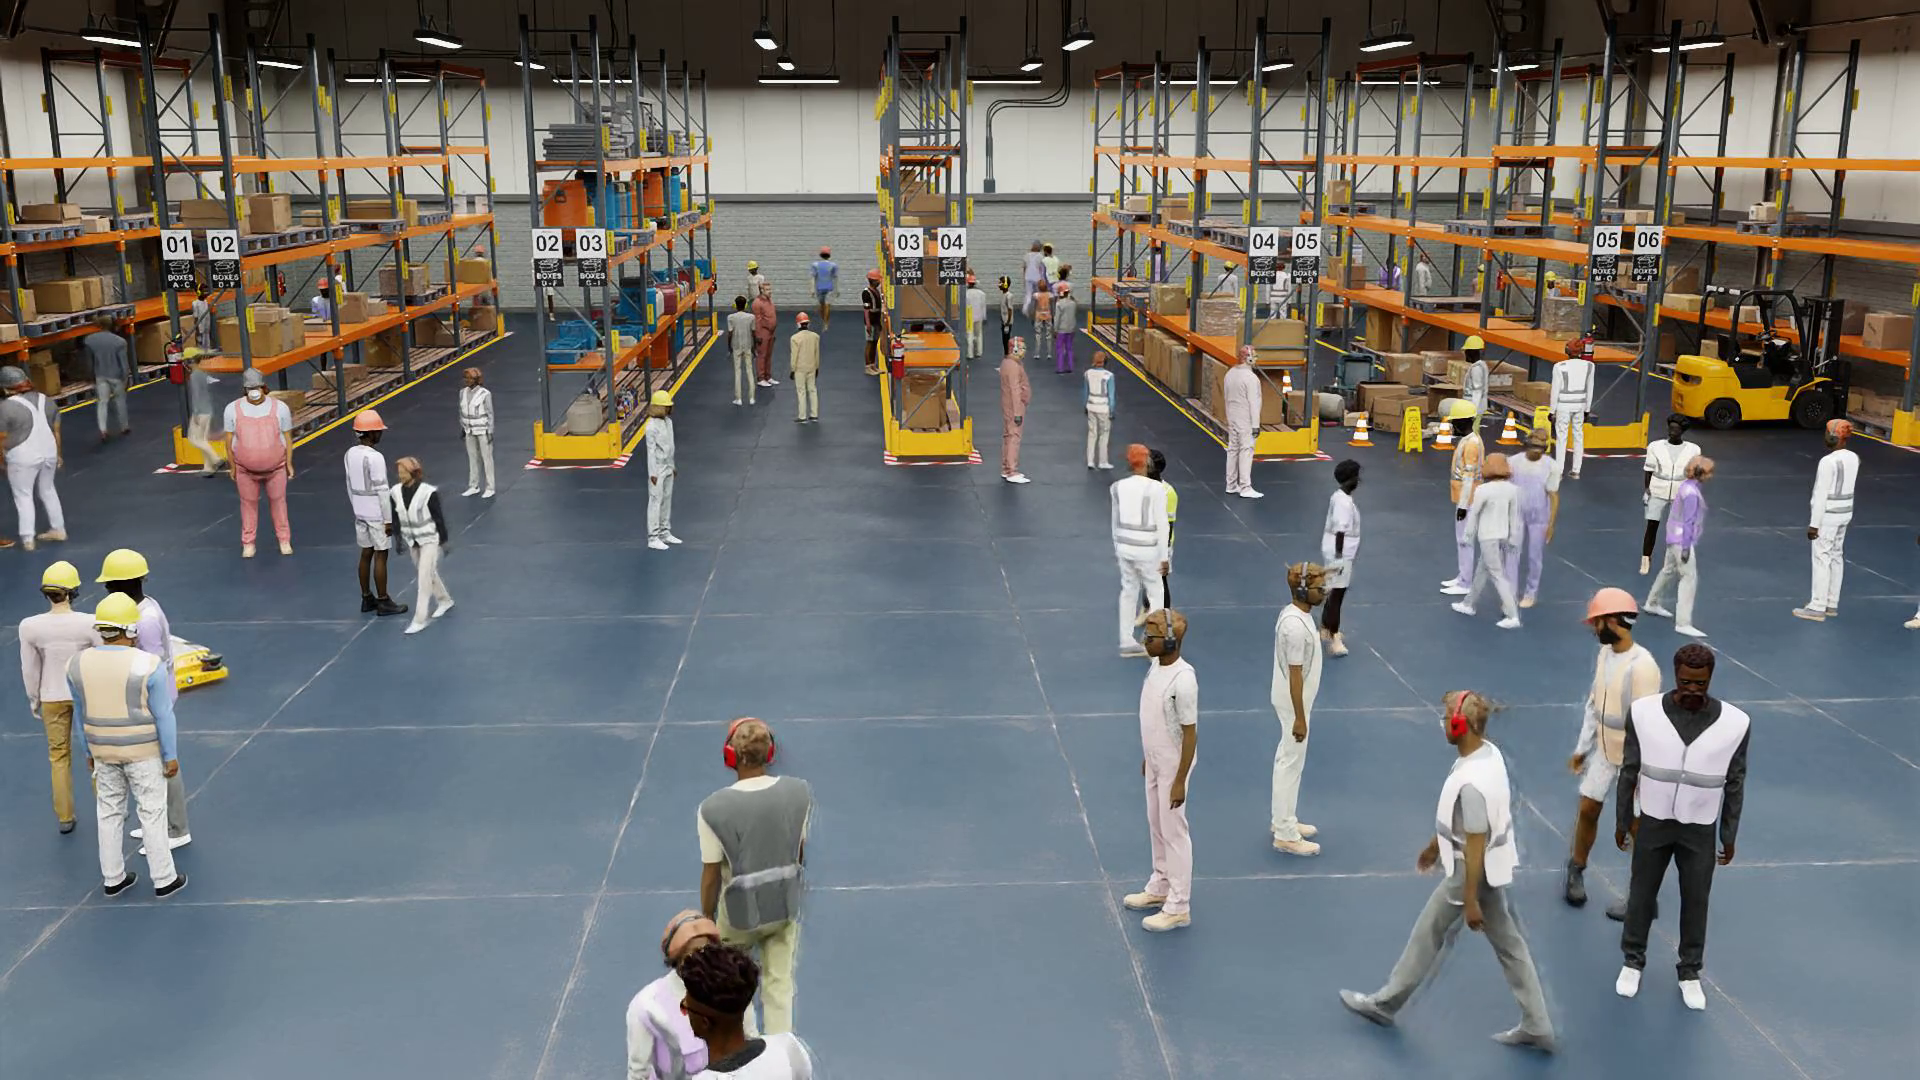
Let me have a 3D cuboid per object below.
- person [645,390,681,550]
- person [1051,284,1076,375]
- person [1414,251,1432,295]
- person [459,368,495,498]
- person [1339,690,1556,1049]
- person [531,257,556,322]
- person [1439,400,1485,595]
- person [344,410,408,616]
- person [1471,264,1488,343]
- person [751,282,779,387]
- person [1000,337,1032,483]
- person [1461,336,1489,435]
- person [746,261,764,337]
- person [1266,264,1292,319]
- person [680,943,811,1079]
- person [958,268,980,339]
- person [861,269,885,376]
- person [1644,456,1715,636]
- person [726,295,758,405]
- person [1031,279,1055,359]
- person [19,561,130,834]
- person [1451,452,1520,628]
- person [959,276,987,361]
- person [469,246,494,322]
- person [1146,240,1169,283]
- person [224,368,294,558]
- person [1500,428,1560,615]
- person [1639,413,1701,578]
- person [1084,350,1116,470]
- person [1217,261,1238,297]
[{"bbox_3d":[-3.250,-0.779,18.206,0.318,1.742,0.492,4,14,17],"label":"person"},{"bbox_3d":[1.999,-4.075,32.172,0.570,1.742,0.353,-13,18,-43],"label":"person"},{"bbox_3d":[10.978,-5.879,39.458,0.406,1.911,0.639,3,14,12],"label":"person"},{"bbox_3d":[-6.040,-1.344,20.819,0.514,1.642,0.314,7,15,27],"label":"person"},{"bbox_3d":[2.451,1.601,8.064,1.041,1.780,0.561,7,15,26],"label":"person"},{"bbox_3d":[-10.428,-6.484,41.769,0.602,2.036,0.404,-7,15,-27],"label":"person"},{"bbox_3d":[4.932,-0.420,16.333,0.402,1.912,0.590,3,14,14],"label":"person"},{"bbox_3d":[-5.475,-0.254,15.563,0.551,1.936,0.357,10,17,37],"label":"person"},{"bbox_3d":[11.670,-5.291,37.291,0.327,1.760,0.524,-6,15,-26],"label":"person"},{"bbox_3d":[-3.565,-3.786,30.595,0.409,1.907,0.649,4,14,17],"label":"person"},{"bbox_3d":[0.734,-1.710,21.799,0.407,1.906,0.654,-2,13,-8],"label":"person"},{"bbox_3d":[6.694,-1.708,21.746,0.385,1.925,0.592,5,14,20],"label":"person"},{"bbox_3d":[-4.743,-5.572,38.497,0.530,1.752,0.341,9,16,34],"label":"person"},{"bbox_3d":[7.142,-5.345,37.250,0.572,1.883,0.355,5,14,22],"label":"person"},{"bbox_3d":[-0.660,2.202,5.238,0.967,1.947,0.618,8,16,32],"label":"person"},{"bbox_3d":[0.202,-5.404,38.033,0.508,1.631,0.274,1,13,5],"label":"person"},{"bbox_3d":[-1.655,-4.184,31.987,0.369,2.045,0.608,5,14,19],"label":"person"},{"bbox_3d":[6.578,0.023,15.123,0.437,1.610,0.645,4,14,16],"label":"person"},{"bbox_3d":[-3.719,-3.237,28.351,0.535,1.868,0.309,-4,14,-18],"label":"person"},{"bbox_3d":[1.724,-4.573,34.491,0.514,1.645,0.308,-2,13,-8],"label":"person"},{"bbox_3d":[-5.653,1.002,10.611,0.535,1.767,0.315,-3,14,-12],"label":"person"},{"bbox_3d":[4.895,-0.014,15.293,0.499,1.590,0.852,-9,16,-33],"label":"person"},{"bbox_3d":[0.259,-4.577,34.338,0.630,1.728,0.516,-5,14,-21],"label":"person"},{"bbox_3d":[-11.701,-6.168,40.552,0.734,1.969,0.555,3,14,12],"label":"person"},{"bbox_3d":[4.964,-6.494,41.774,0.607,2.044,0.372,5,14,21],"label":"person"},{"bbox_3d":[-7.468,-0.827,17.771,0.674,2.000,0.535,-5,14,-22],"label":"person"},{"bbox_3d":[5.295,-0.176,15.525,0.537,1.791,0.906,8,15,29],"label":"person"},{"bbox_3d":[7.222,-0.457,16.939,0.530,1.696,0.321,4,14,17],"label":"person"},{"bbox_3d":[1.897,-1.757,22.600,0.519,1.646,0.336,12,18,42],"label":"person"},{"bbox_3d":[6.188,-5.561,38.412,0.523,1.769,0.315,10,17,36],"label":"person"}]
